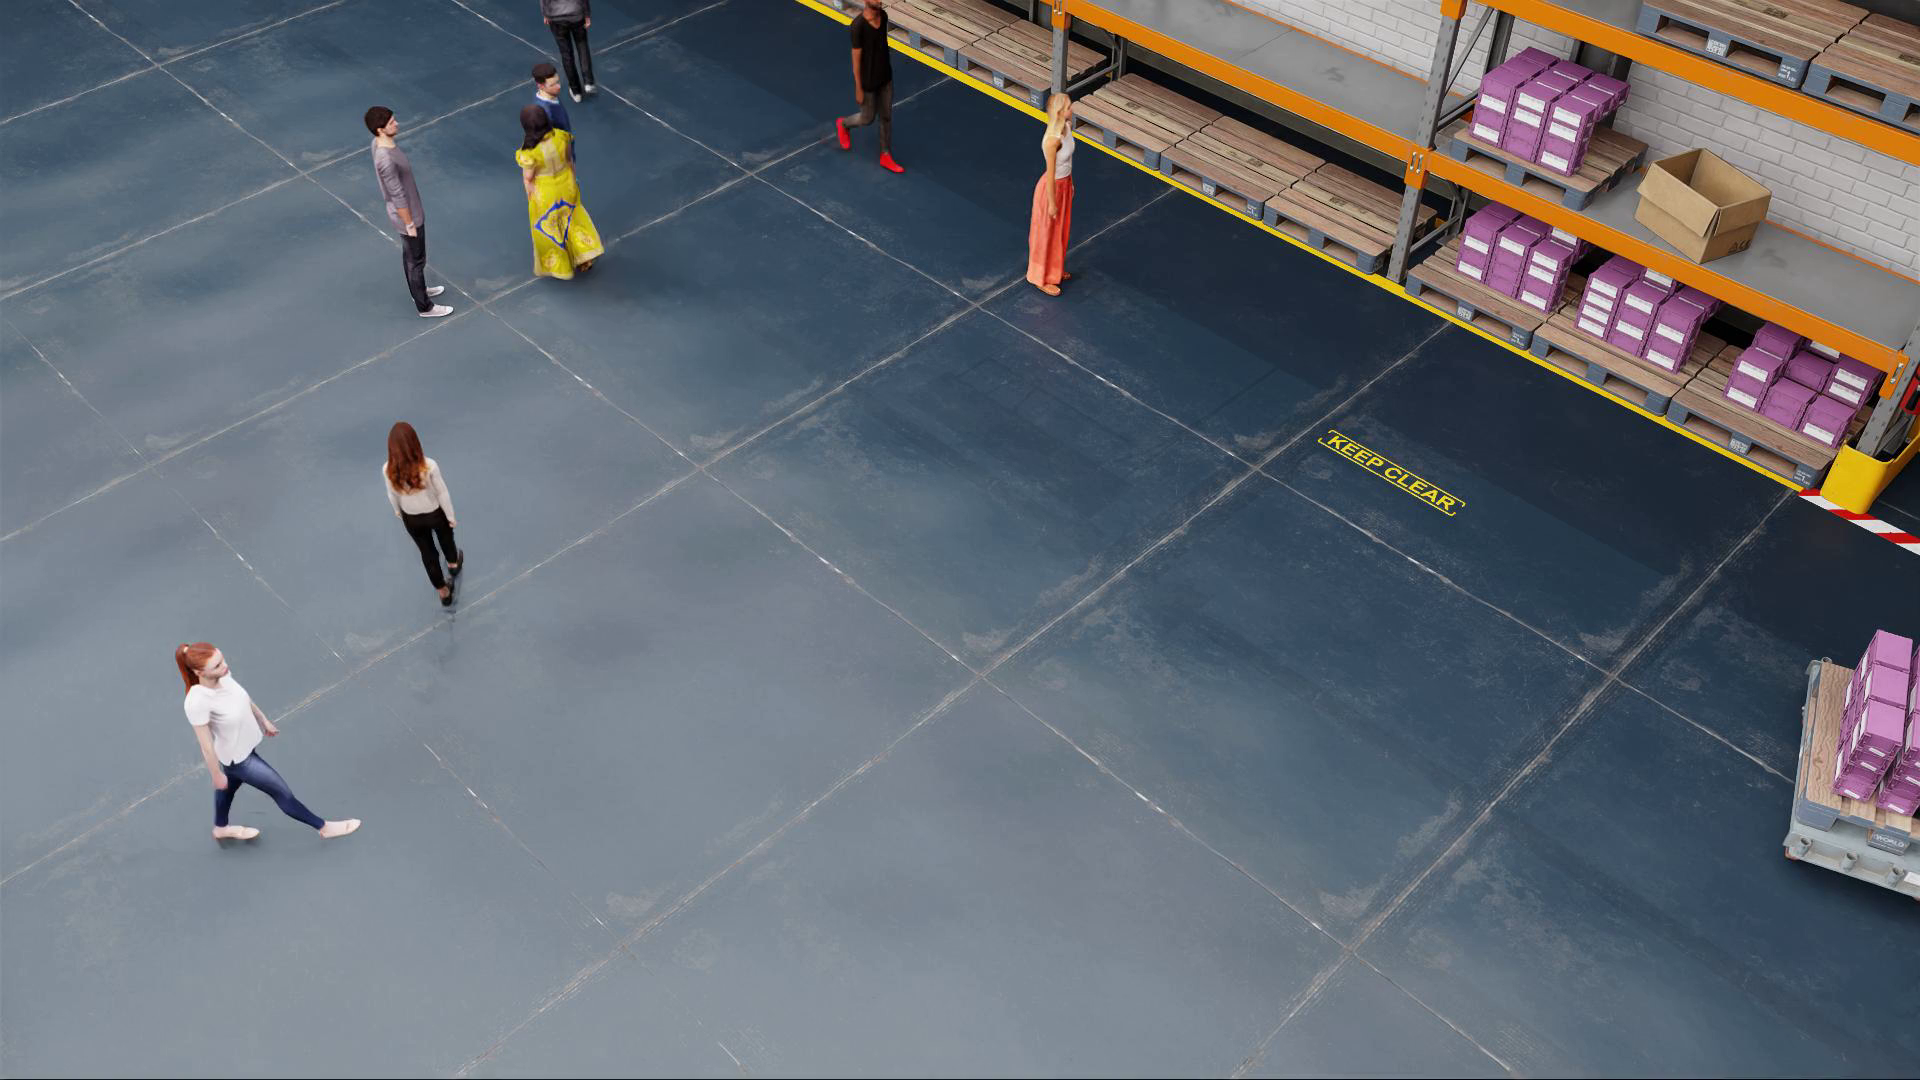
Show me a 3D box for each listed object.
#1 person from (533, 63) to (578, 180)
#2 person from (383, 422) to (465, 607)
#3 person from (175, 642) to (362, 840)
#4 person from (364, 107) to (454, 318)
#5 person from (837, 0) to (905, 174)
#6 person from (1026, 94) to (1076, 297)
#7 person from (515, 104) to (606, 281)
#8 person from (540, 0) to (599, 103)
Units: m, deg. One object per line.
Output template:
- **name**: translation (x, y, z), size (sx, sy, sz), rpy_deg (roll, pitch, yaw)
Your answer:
- **person**: translation (-3.442, -3.287, 14.238), size (0.870, 1.834, 0.781), rpy_deg (-9, 44, -10)
- **person**: translation (-3.605, -0.122, 11.179), size (0.785, 1.470, 0.866), rpy_deg (-6, 44, -6)
- **person**: translation (-4.259, 1.222, 9.612), size (1.107, 1.686, 1.112), rpy_deg (-4, 44, -4)
- **person**: translation (-4.551, -2.693, 13.599), size (0.802, 1.854, 0.625), rpy_deg (-16, 46, -16)
- **person**: translation (-0.864, -4.271, 15.303), size (1.007, 1.790, 0.673), rpy_deg (31, 52, 28)
- **person**: translation (0.790, -2.898, 13.853), size (0.699, 1.801, 0.710), rpy_deg (17, 46, 17)
- **person**: translation (-3.352, -2.863, 13.930), size (0.691, 1.644, 0.853), rpy_deg (-34, 53, -30)
- **person**: translation (-3.816, -5.065, 16.164), size (0.734, 1.752, 0.769), rpy_deg (-15, 46, -15)
